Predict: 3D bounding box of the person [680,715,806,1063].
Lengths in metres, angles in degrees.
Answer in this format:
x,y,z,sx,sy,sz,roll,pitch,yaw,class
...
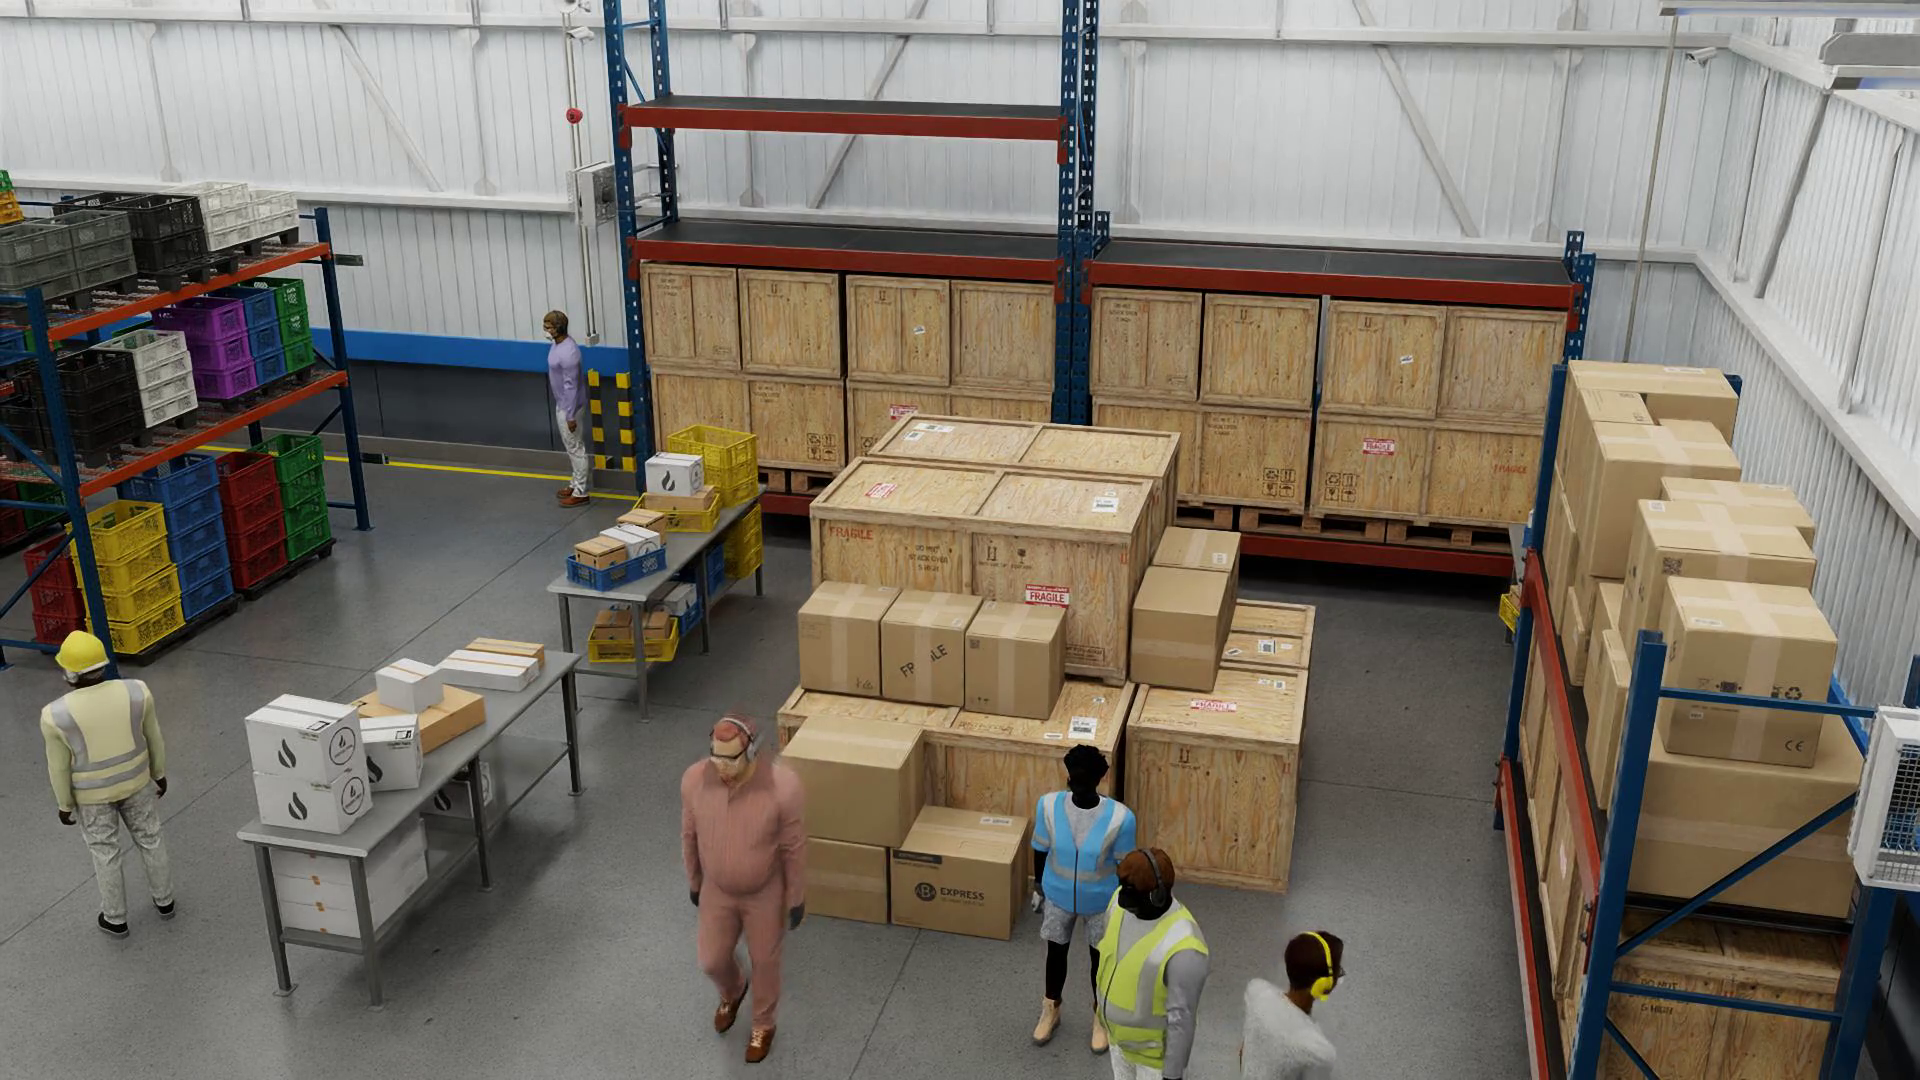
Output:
x,y,z,sx,sy,sz,roll,pitch,yaw,class
-1.075,1.726,8.249,0.647,1.892,0.416,3,21,8,person

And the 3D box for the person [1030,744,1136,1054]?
x,y,z,sx,sy,sz,roll,pitch,yaw,class
0.605,1.789,8.344,0.533,1.697,0.318,6,22,14,person

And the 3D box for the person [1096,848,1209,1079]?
x,y,z,sx,sy,sz,roll,pitch,yaw,class
0.797,2.147,7.227,0.431,1.836,0.619,-10,23,-25,person

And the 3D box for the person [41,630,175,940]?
x,y,z,sx,sy,sz,roll,pitch,yaw,class
-4.749,1.351,9.294,0.600,1.836,0.404,-20,28,-41,person

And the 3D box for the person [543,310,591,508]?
x,y,z,sx,sy,sz,roll,pitch,yaw,class
-3.781,-1.275,16.041,0.374,1.933,0.625,-7,22,-18,person

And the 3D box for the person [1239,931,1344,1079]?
x,y,z,sx,sy,sz,roll,pitch,yaw,class
1.293,2.367,6.620,0.381,1.850,0.538,-11,23,-26,person
